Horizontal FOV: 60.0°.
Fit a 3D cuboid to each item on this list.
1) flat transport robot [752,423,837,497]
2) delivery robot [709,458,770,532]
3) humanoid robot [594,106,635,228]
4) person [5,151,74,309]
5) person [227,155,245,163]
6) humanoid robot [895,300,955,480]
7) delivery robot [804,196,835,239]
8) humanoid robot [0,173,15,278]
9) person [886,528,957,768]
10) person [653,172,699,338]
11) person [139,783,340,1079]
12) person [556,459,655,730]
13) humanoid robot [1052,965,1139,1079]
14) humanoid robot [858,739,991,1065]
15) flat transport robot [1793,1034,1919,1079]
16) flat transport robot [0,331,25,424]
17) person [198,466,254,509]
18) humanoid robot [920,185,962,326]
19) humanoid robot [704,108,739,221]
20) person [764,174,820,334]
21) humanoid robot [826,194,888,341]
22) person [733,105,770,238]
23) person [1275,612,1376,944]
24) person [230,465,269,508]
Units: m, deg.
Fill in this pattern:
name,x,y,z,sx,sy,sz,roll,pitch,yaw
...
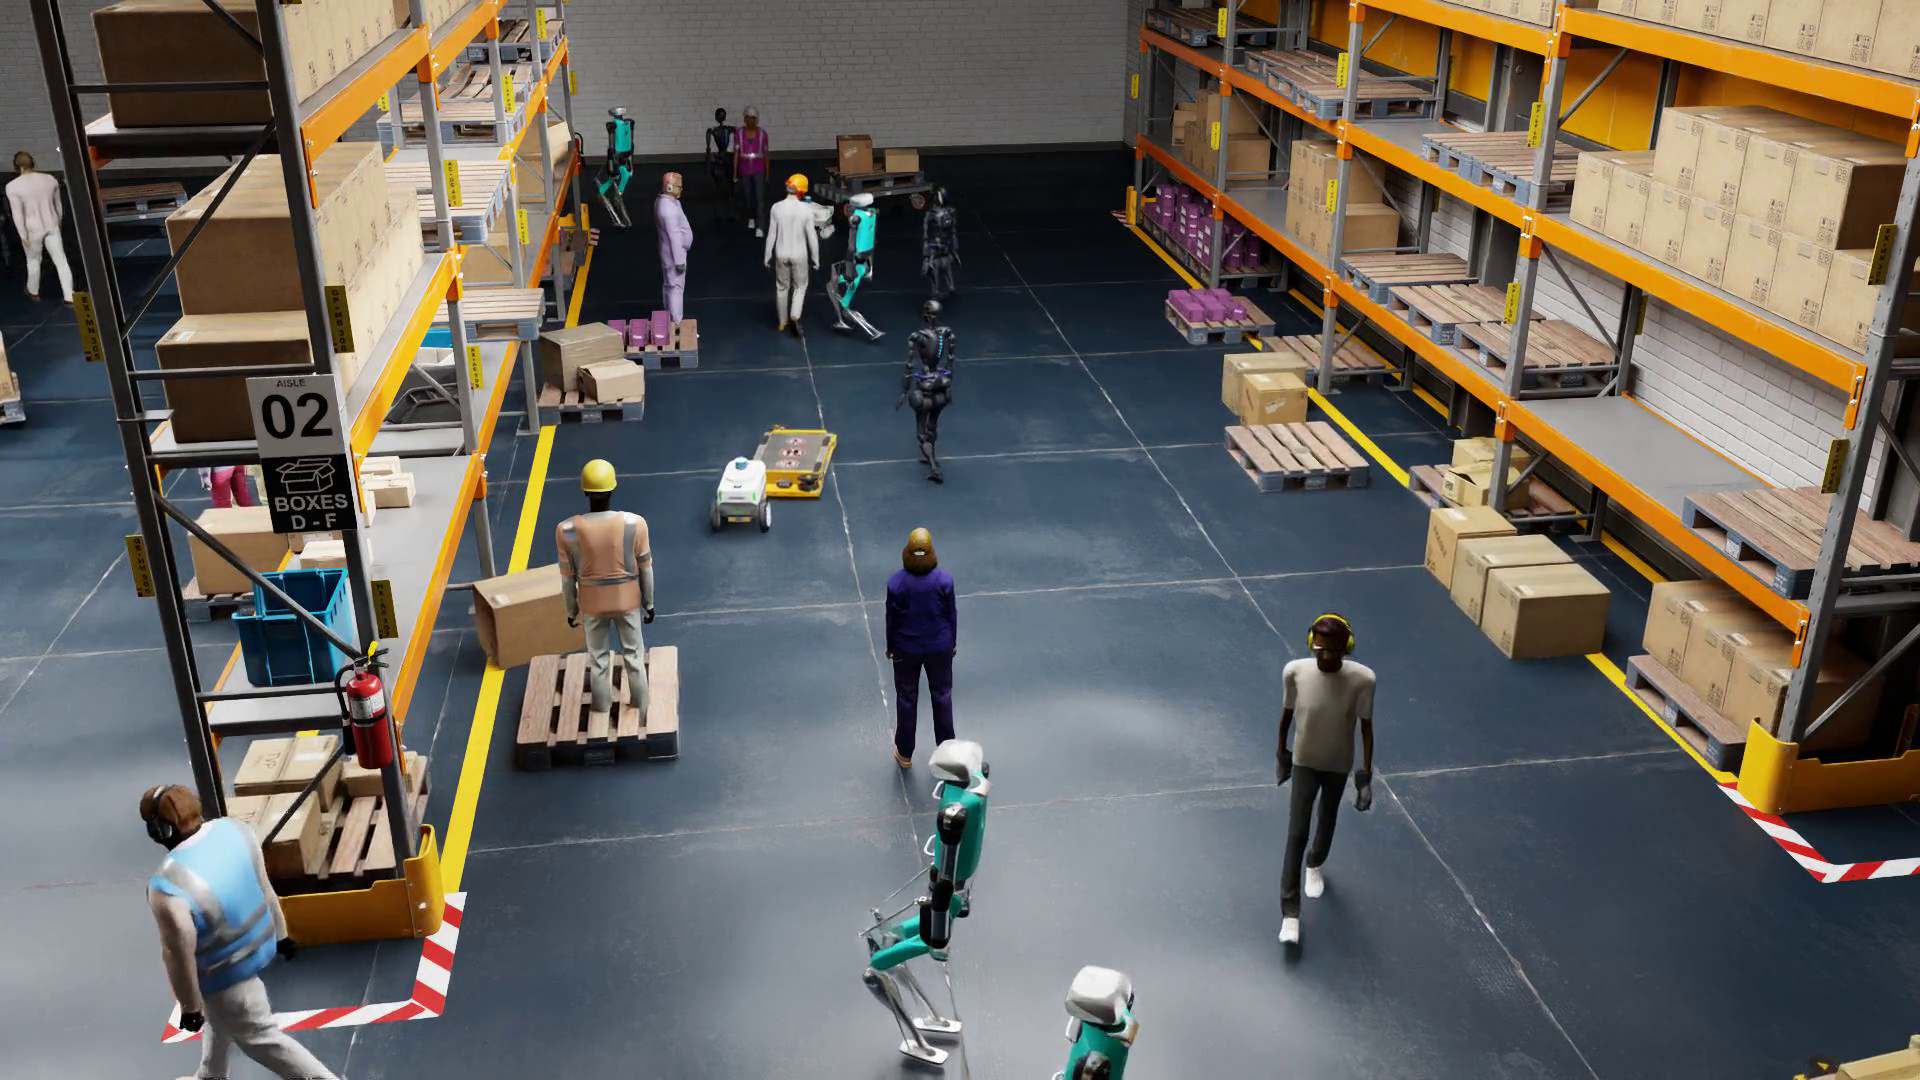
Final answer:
name,x,y,z,sx,sy,sz,roll,pitch,yaw
flat transport robot,-1.544,-0.735,15.352,0.659,0.231,1.431,1,24,2
delivery robot,-1.865,-0.410,14.248,0.499,0.589,0.791,0,24,0
humanoid robot,-5.036,-5.346,24.112,0.656,1.865,0.547,12,27,26
person,-11.272,-3.810,20.355,1.030,1.882,0.646,20,30,37
person,-10.905,-5.982,25.422,0.977,1.783,0.634,2,24,5
humanoid robot,-0.292,-1.364,15.072,0.594,1.653,0.599,-18,30,-36
delivery robot,-2.178,-4.633,23.841,0.739,0.566,0.499,4,24,10
humanoid robot,-12.620,-4.219,21.555,0.591,1.640,0.659,-13,27,-27
person,-0.241,0.673,10.456,0.448,1.623,0.336,-3,24,-6
person,-3.261,-3.263,19.086,0.409,1.901,0.638,-8,25,-19
person,-3.227,1.904,7.485,1.028,1.776,0.644,4,24,8
person,-2.258,0.397,10.713,0.583,1.927,0.363,-5,24,-10
humanoid robot,0.260,2.385,6.443,0.794,1.798,0.532,7,25,15
humanoid robot,-0.213,1.699,7.879,0.707,1.714,0.531,6,24,13
flat transport robot,4.460,2.781,7.341,0.659,0.231,1.431,-7,25,-15
flat transport robot,-9.778,-1.105,16.195,0.659,0.231,1.431,-13,27,-27
person,-5.897,-0.574,13.301,0.277,1.628,0.503,6,24,13
humanoid robot,-0.273,-3.358,19.574,0.387,1.642,0.608,21,31,39
humanoid robot,-3.481,-5.515,24.481,0.608,1.651,0.311,-16,29,-33
person,-1.956,-3.267,19.152,0.653,1.858,0.628,3,24,7
humanoid robot,-1.269,-3.090,18.909,1.074,1.727,0.538,13,27,27
person,-2.988,-5.306,23.828,0.525,1.820,0.810,-1,24,-2
person,1.941,1.258,8.883,0.512,1.828,0.944,4,24,9
person,-6.047,-0.926,13.957,0.554,1.743,0.343,-10,26,-22
